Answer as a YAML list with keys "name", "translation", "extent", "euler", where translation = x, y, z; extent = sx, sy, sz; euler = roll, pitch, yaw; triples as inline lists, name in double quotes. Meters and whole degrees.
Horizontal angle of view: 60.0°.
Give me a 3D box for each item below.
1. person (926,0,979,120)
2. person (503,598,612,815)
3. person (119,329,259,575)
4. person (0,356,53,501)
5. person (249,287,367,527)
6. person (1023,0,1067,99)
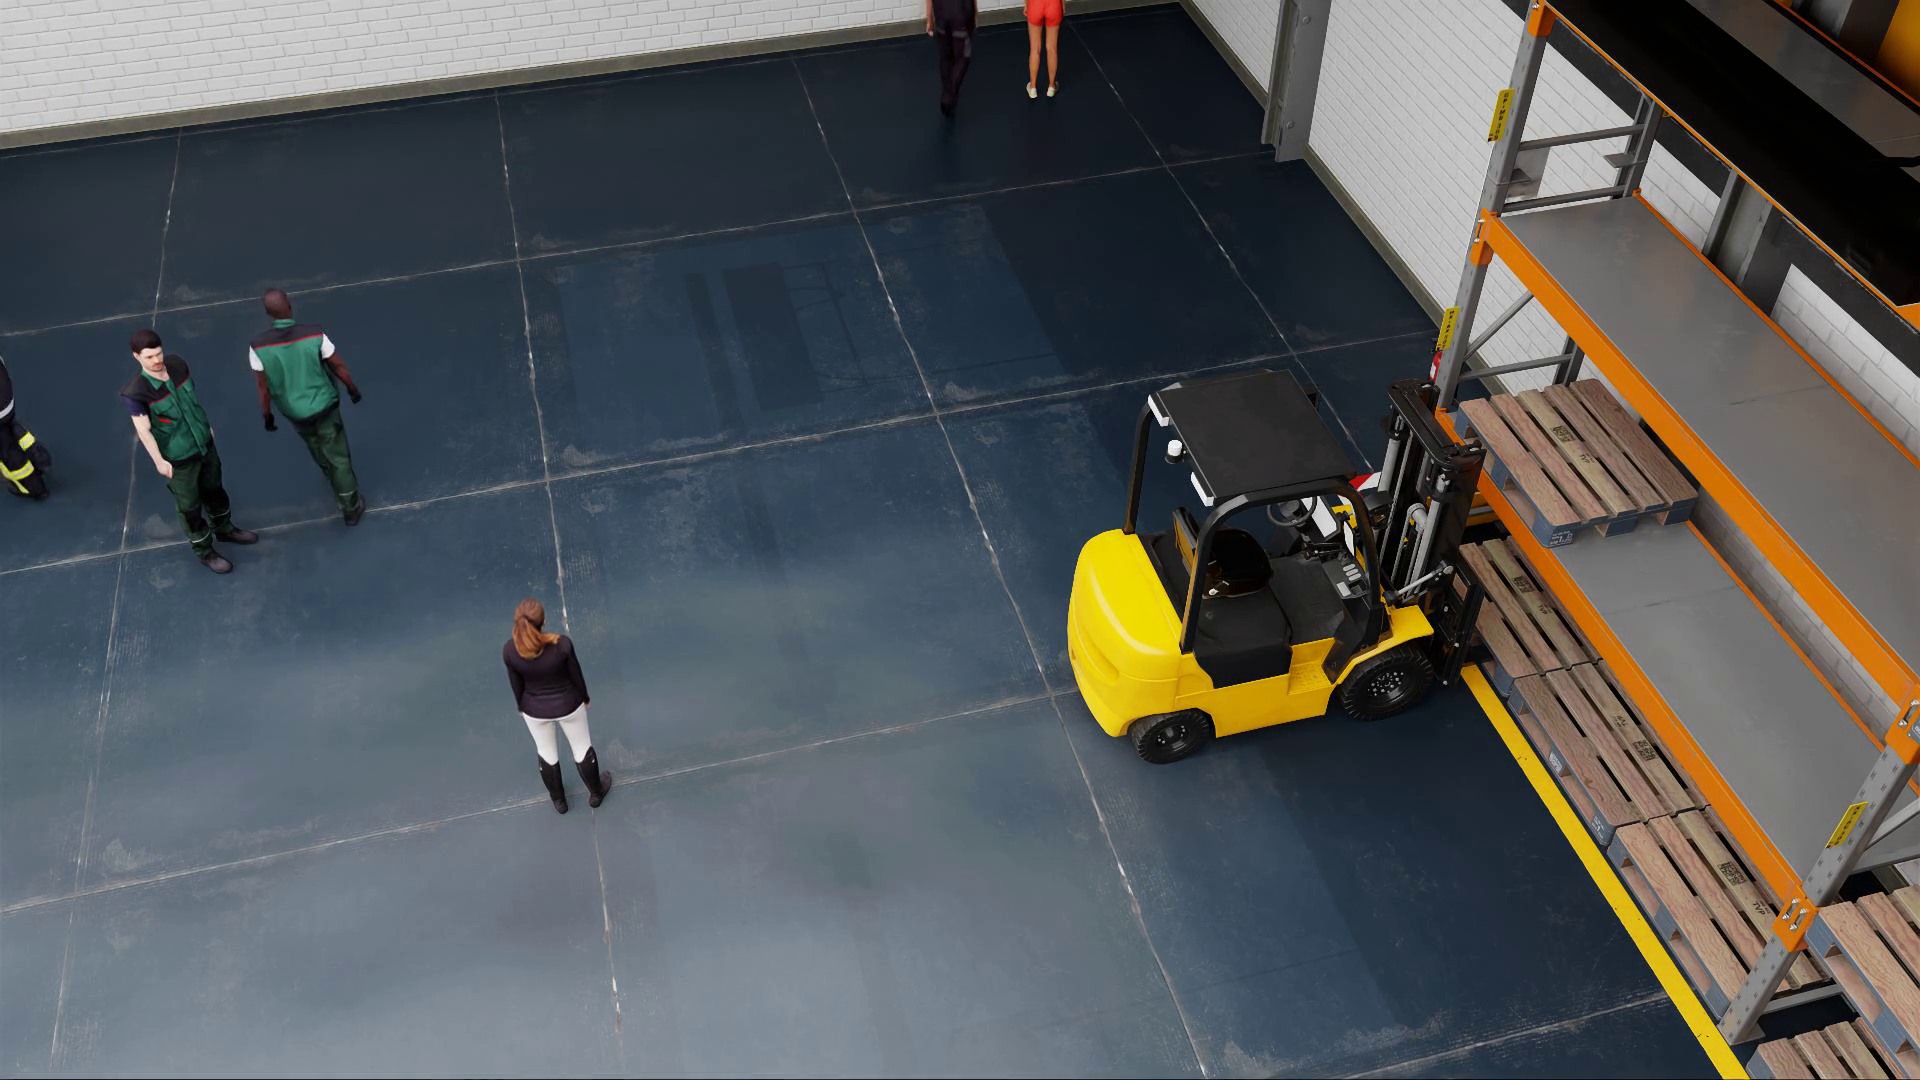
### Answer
- name: "person"
  translation: [-0.080, -4.876, 15.737]
  extent: [0.975, 1.825, 1.127]
  euler: [12, 45, 13]
- name: "person"
  translation: [-2.366, 0.969, 9.671]
  extent: [0.594, 1.729, 0.569]
  euler: [-6, 44, -6]
- name: "person"
  translation: [-5.250, -0.630, 11.226]
  extent: [0.828, 1.899, 0.725]
  euler: [14, 45, 14]
- name: "person"
  translation: [-6.828, -1.025, 11.601]
  extent: [0.959, 1.953, 0.842]
  euler: [13, 45, 13]
- name: "person"
  translation: [-4.508, -0.864, 11.551]
  extent: [0.826, 1.791, 1.010]
  euler: [-9, 44, -9]
- name: "person"
  translation: [0.817, -5.119, 16.016]
  extent: [0.631, 1.792, 0.643]
  euler: [1, 44, 1]
